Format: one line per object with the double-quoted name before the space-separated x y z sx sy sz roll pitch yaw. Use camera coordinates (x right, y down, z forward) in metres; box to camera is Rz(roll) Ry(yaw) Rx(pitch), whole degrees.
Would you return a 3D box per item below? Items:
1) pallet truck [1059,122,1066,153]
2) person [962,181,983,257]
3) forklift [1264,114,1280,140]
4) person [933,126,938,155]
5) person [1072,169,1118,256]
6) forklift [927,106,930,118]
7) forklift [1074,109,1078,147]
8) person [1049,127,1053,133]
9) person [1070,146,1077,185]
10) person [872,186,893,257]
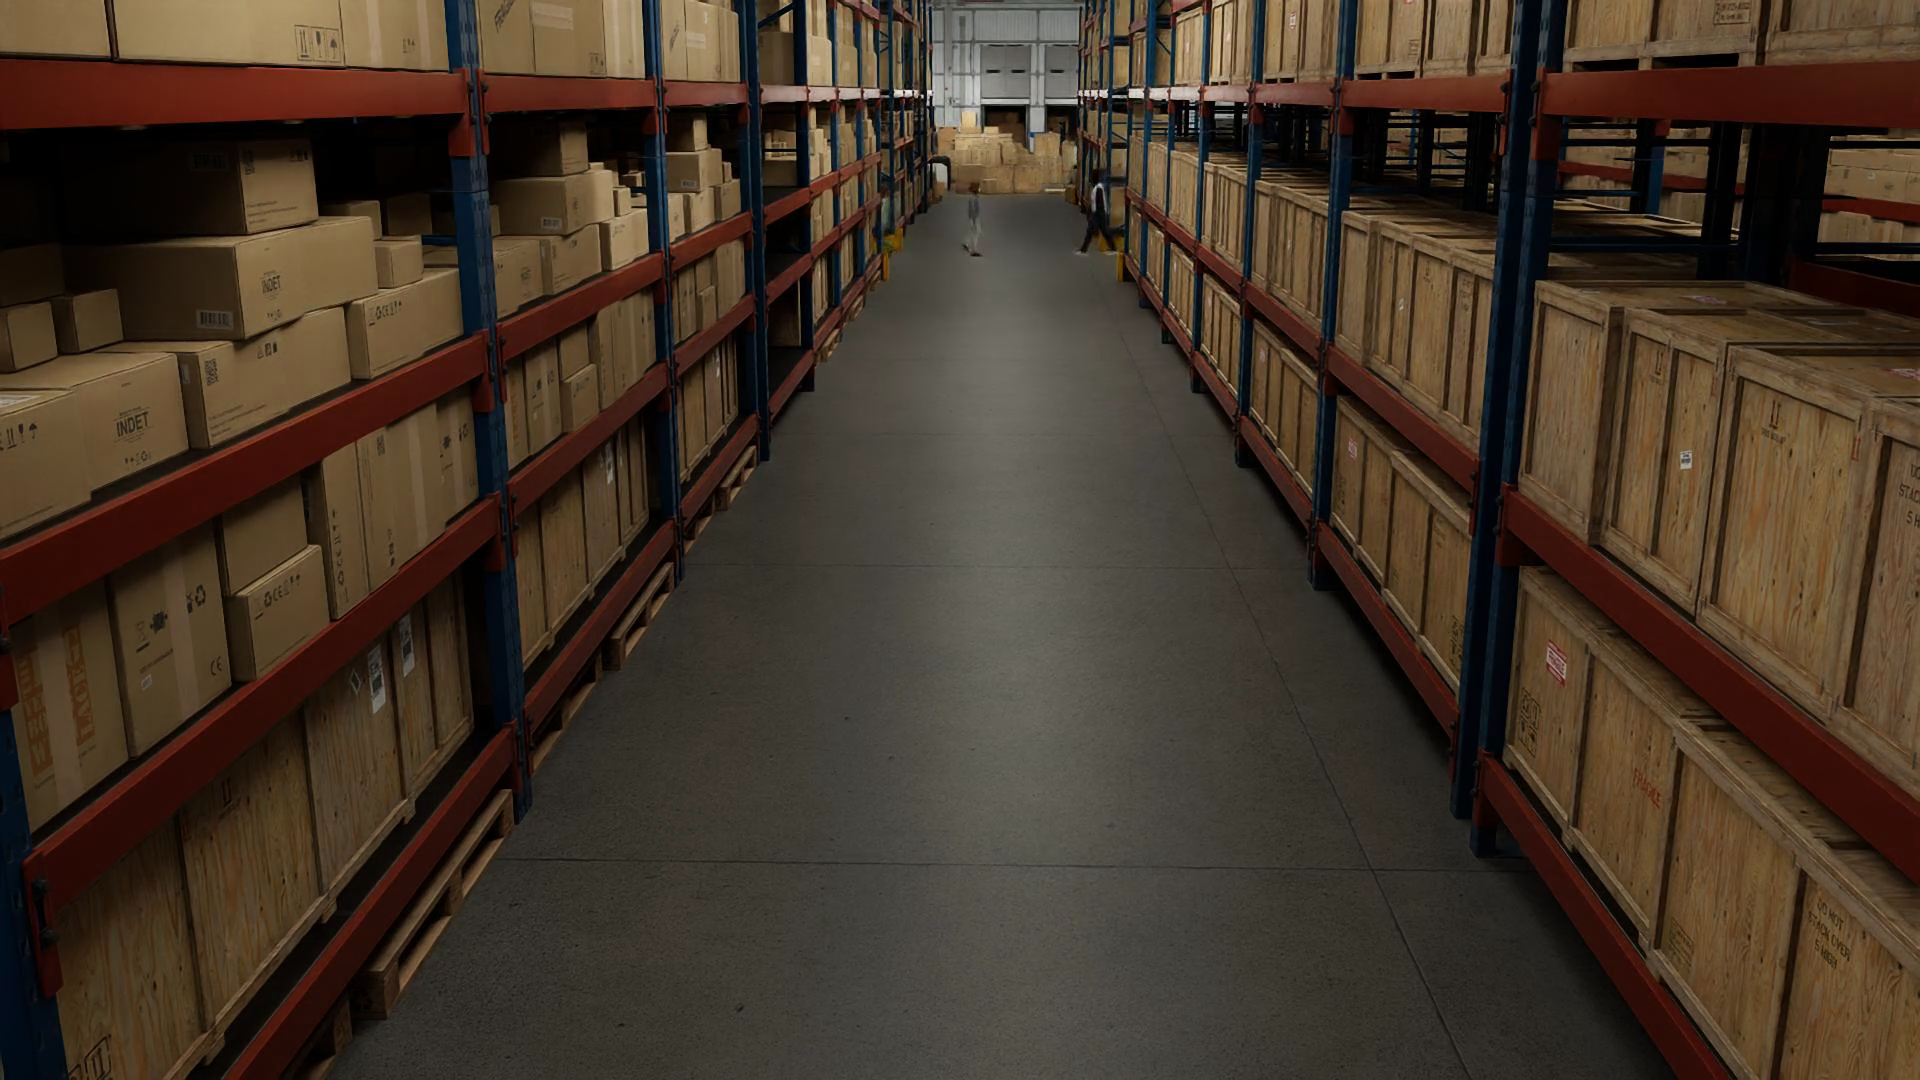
"pallet truck" 5.788 -21.111 88.014 1.885 1.965 0.823 5 16 18
"person" 0.296 -6.960 36.081 0.403 1.615 0.524 1 15 4
"forklift" 11.018 -13.912 59.555 1.129 2.768 1.873 0 15 2
"person" -1.248 -18.863 79.760 0.627 1.940 0.370 10 18 32
"person" 3.011 -7.135 36.294 1.011 1.870 0.586 0 15 2
"forklift" -1.918 -21.452 87.608 1.129 2.768 1.873 0 15 2
"forklift" 5.346 -17.067 71.294 1.129 2.768 1.873 9 17 29
"person" 5.080 -22.404 93.510 0.315 1.636 0.514 1 15 4
"person" 4.299 -13.532 59.850 0.634 1.978 0.667 -14 21 -42
"person" -1.655 -6.593 34.694 0.421 1.619 0.522 -3 15 -13
